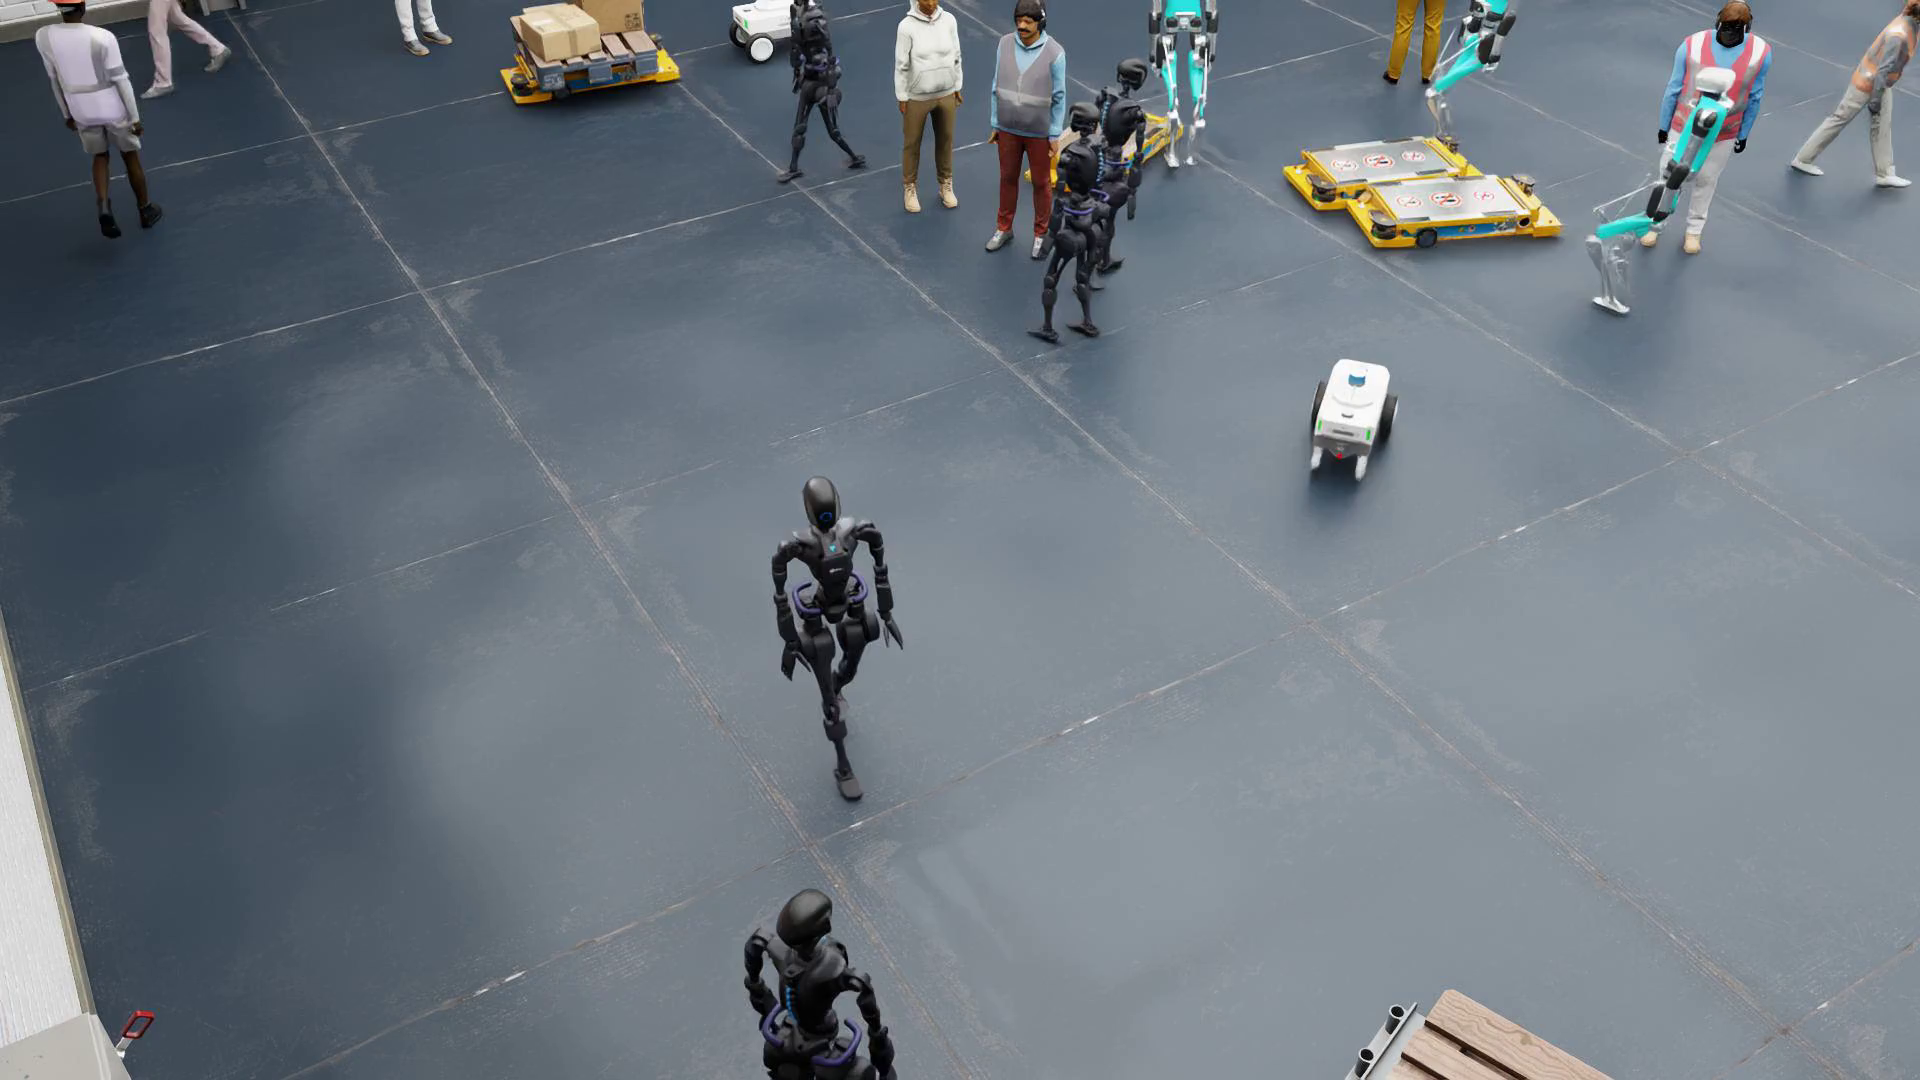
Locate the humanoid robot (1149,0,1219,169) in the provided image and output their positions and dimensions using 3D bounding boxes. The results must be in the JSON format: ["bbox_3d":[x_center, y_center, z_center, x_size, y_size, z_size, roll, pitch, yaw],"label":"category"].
[{"bbox_3d":[1.700,-3.623,12.684,0.552,1.751,0.848,1,38,1],"label":"humanoid robot"}]

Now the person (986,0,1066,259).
[{"bbox_3d":[0.471,-2.891,11.643,0.531,1.881,0.414,14,41,17],"label":"person"}]

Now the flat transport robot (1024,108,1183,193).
[{"bbox_3d":[1.158,-3.121,13.230,0.659,0.231,1.431,22,43,26],"label":"flat transport robot"}]

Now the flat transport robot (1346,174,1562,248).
[{"bbox_3d":[3.671,-2.448,12.381,1.431,0.231,0.659,-5,39,-7],"label":"flat transport robot"}]

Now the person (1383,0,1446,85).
[{"bbox_3d":[3.919,-4.708,14.035,0.523,1.756,0.340,1,38,2],"label":"person"}]

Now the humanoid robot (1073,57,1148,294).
[{"bbox_3d":[1.005,-2.496,11.322,0.567,1.623,0.616,-22,44,-26],"label":"humanoid robot"}]

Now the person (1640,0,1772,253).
[{"bbox_3d":[5.230,-2.894,11.691,0.628,1.836,0.431,12,40,15],"label":"person"}]

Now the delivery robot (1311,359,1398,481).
[{"bbox_3d":[2.358,-0.777,10.017,0.499,0.563,0.738,13,40,15],"label":"delivery robot"}]

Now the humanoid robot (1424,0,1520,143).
[{"bbox_3d":[3.893,-3.833,12.964,0.803,1.790,0.544,-9,39,-11],"label":"humanoid robot"}]

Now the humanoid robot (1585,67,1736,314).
[{"bbox_3d":[4.524,-2.272,11.033,0.756,1.835,0.564,20,43,24],"label":"humanoid robot"}]

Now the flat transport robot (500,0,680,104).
[{"bbox_3d":[-3.224,-4.099,14.464,1.431,0.231,0.659,-15,41,-18],"label":"flat transport robot"}]

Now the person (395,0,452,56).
[{"bbox_3d":[-4.852,-5.248,14.616,0.362,1.882,0.574,22,43,25],"label":"person"}]

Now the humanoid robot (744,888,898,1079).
[{"bbox_3d":[-0.531,1.842,5.875,0.599,1.655,0.738,17,42,21],"label":"humanoid robot"}]

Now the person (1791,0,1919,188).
[{"bbox_3d":[6.933,-3.415,12.541,0.884,1.573,0.536,30,47,32],"label":"person"}]

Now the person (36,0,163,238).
[{"bbox_3d":[-6.116,-3.035,11.794,0.561,1.917,0.622,-4,39,-5],"label":"person"}]

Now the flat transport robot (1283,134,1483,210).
[{"bbox_3d":[3.299,-2.847,12.884,1.431,0.231,0.659,-9,39,-11],"label":"flat transport robot"}]

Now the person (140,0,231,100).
[{"bbox_3d":[-6.724,-4.714,14.003,0.575,1.806,0.919,27,46,30],"label":"person"}]

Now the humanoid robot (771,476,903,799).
[{"bbox_3d":[-0.566,0.379,7.727,0.588,1.632,0.792,-15,41,-18],"label":"humanoid robot"}]

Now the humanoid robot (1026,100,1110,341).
[{"bbox_3d":[0.740,-2.063,10.753,0.380,1.650,0.597,25,45,28],"label":"humanoid robot"}]

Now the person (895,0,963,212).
[{"bbox_3d":[-0.241,-3.281,12.233,0.515,1.759,0.370,-13,40,-16],"label":"person"}]

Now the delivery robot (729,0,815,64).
[{"bbox_3d":[-1.654,-4.642,14.911,0.772,0.586,0.499,-17,41,-20],"label":"delivery robot"}]

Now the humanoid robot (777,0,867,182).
[{"bbox_3d":[-1.070,-3.498,12.624,0.750,1.634,0.616,-25,45,-28],"label":"humanoid robot"}]
